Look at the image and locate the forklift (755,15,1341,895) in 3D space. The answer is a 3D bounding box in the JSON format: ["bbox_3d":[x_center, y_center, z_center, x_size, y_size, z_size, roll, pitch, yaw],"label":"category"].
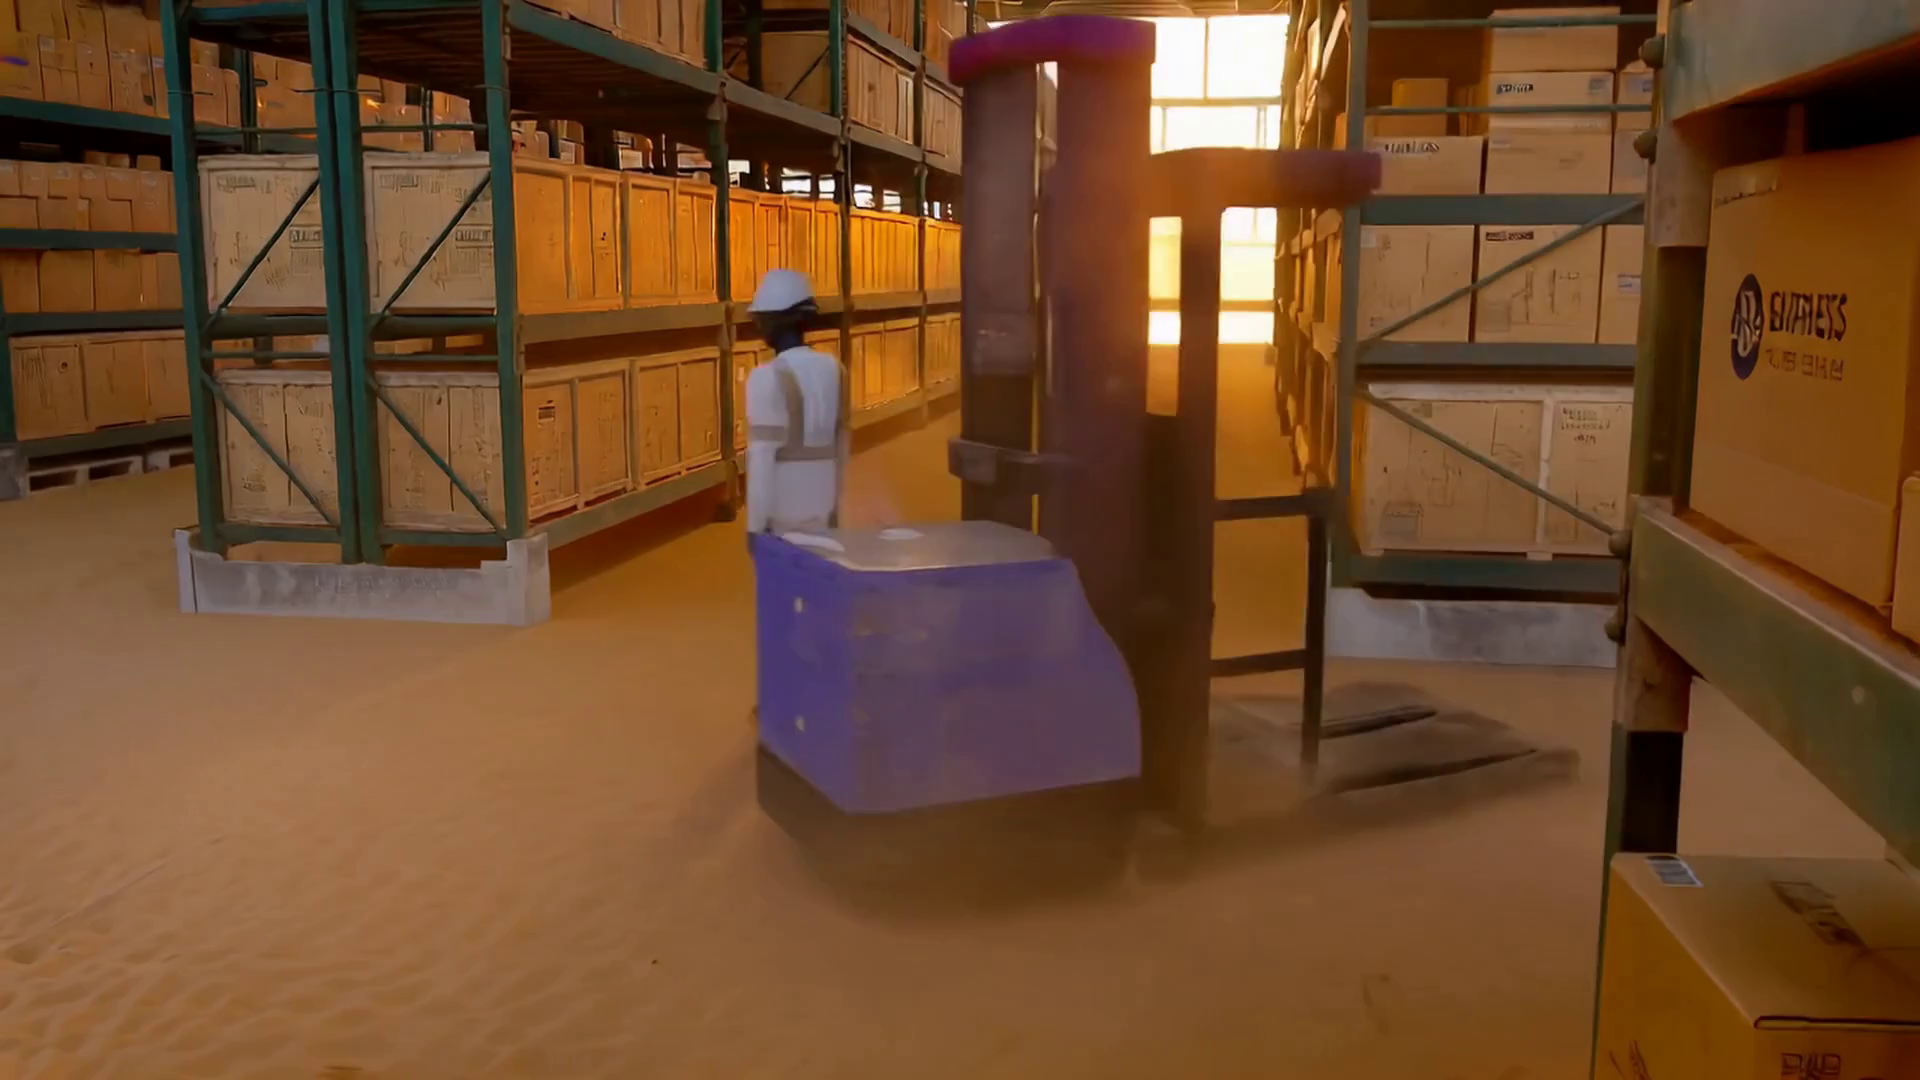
[{"bbox_3d":[0.285,-0.352,5.874,1.873,2.768,1.129,-4,10,-24],"label":"forklift"}]

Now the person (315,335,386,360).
[{"bbox_3d":[-4.829,-1.044,13.414,0.610,1.820,0.747,2,9,9],"label":"person"}]

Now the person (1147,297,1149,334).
[{"bbox_3d":[3.471,-4.283,33.360,0.652,1.884,0.630,0,9,-1],"label":"person"}]

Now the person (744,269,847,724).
[{"bbox_3d":[-0.733,-0.158,7.284,0.447,2.033,0.629,5,10,29],"label":"person"}]
